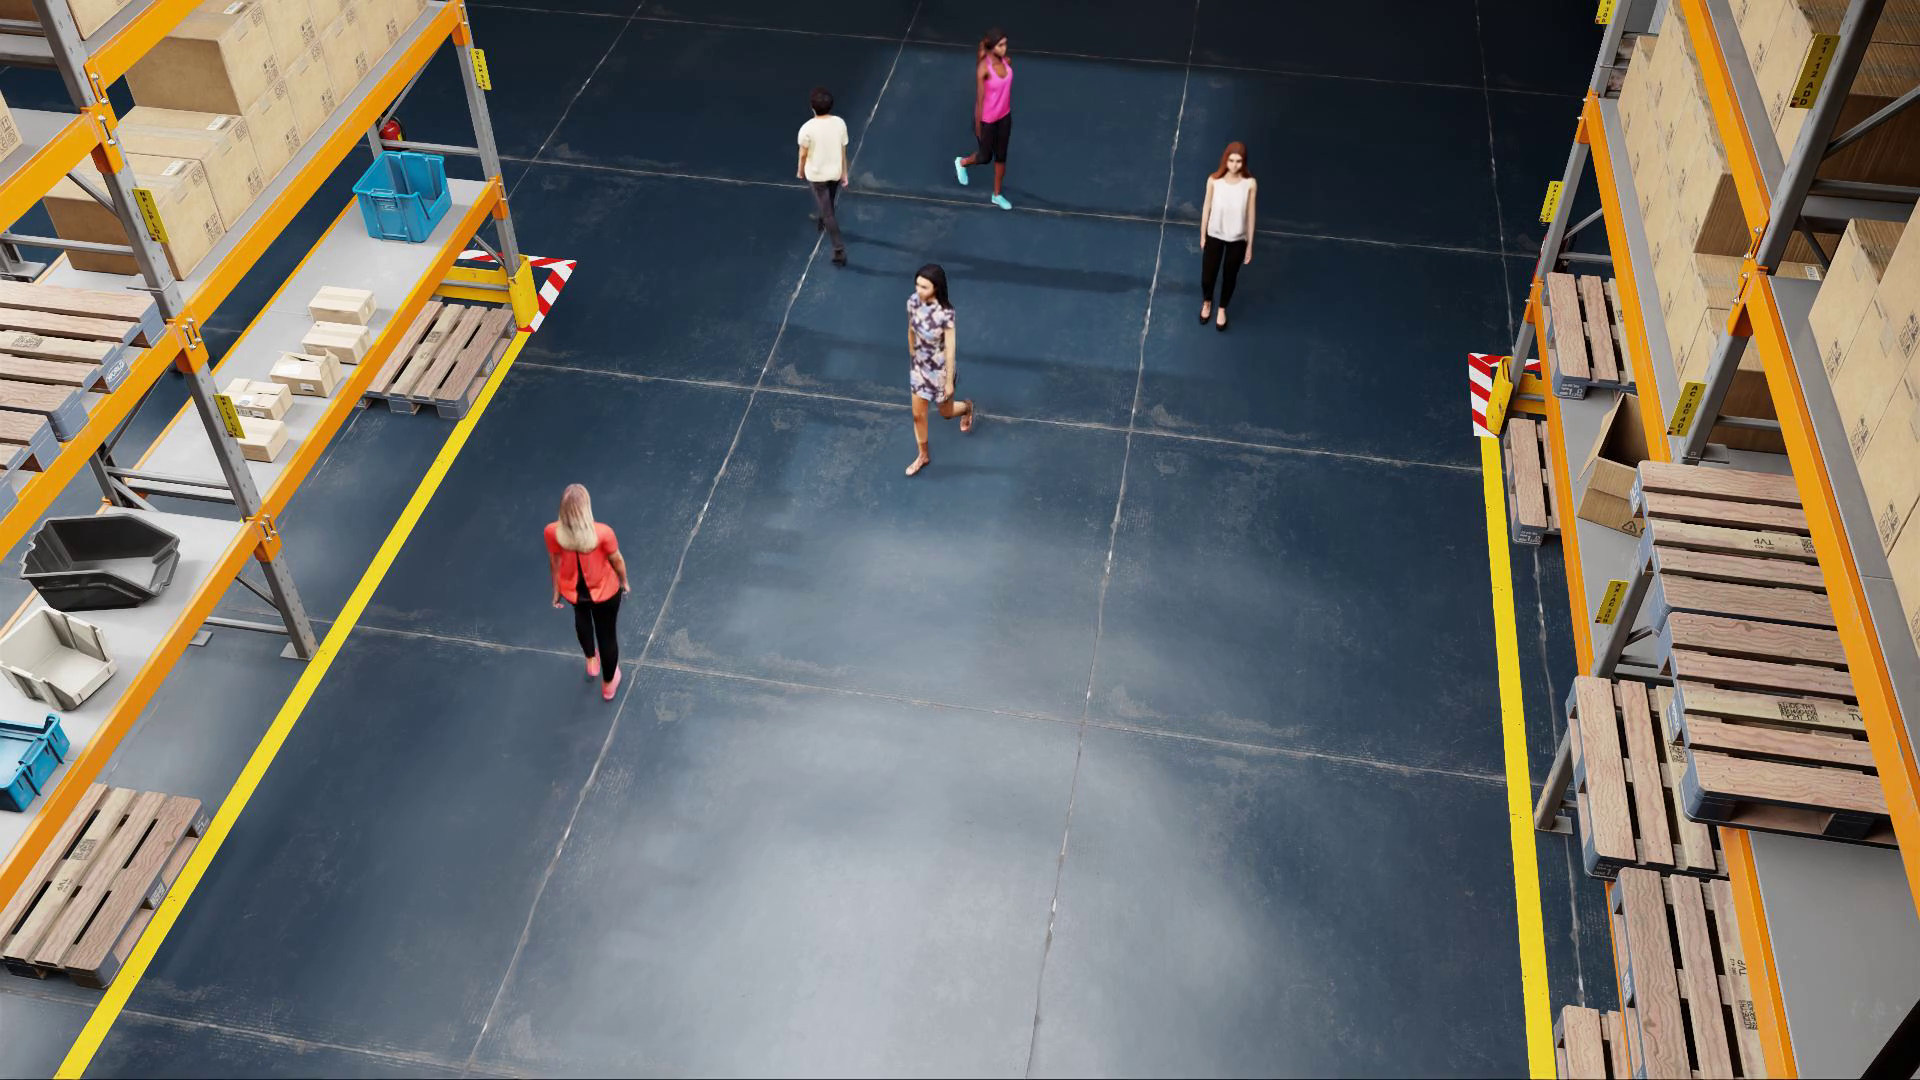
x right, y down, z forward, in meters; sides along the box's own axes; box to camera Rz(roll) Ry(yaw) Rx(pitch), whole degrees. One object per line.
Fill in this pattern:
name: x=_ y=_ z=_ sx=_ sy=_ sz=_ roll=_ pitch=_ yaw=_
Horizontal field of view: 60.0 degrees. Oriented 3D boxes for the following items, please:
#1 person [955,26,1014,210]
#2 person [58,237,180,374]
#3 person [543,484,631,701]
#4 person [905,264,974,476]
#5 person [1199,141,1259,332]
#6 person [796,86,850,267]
person: x=0.239 y=-3.771 z=14.746 sx=0.902 sy=1.712 sz=0.936 roll=-29 pitch=51 yaw=-27
person: x=-6.405 y=-1.948 z=12.758 sx=1.051 sy=1.813 sz=1.298 roll=24 pitch=49 yaw=23
person: x=-2.334 y=0.387 z=10.405 sx=0.666 sy=1.678 sz=0.679 roll=1 pitch=44 yaw=1
person: x=-0.137 y=-1.281 z=12.129 sx=0.840 sy=1.715 sz=1.067 roll=25 pitch=49 yaw=24
person: x=2.154 y=-2.477 z=13.388 sx=0.575 sy=1.710 sz=0.545 roll=7 pitch=44 yaw=7
person: x=-1.111 y=-3.038 z=14.096 sx=1.002 sy=1.546 sz=1.085 roll=-24 pitch=48 yaw=-23
